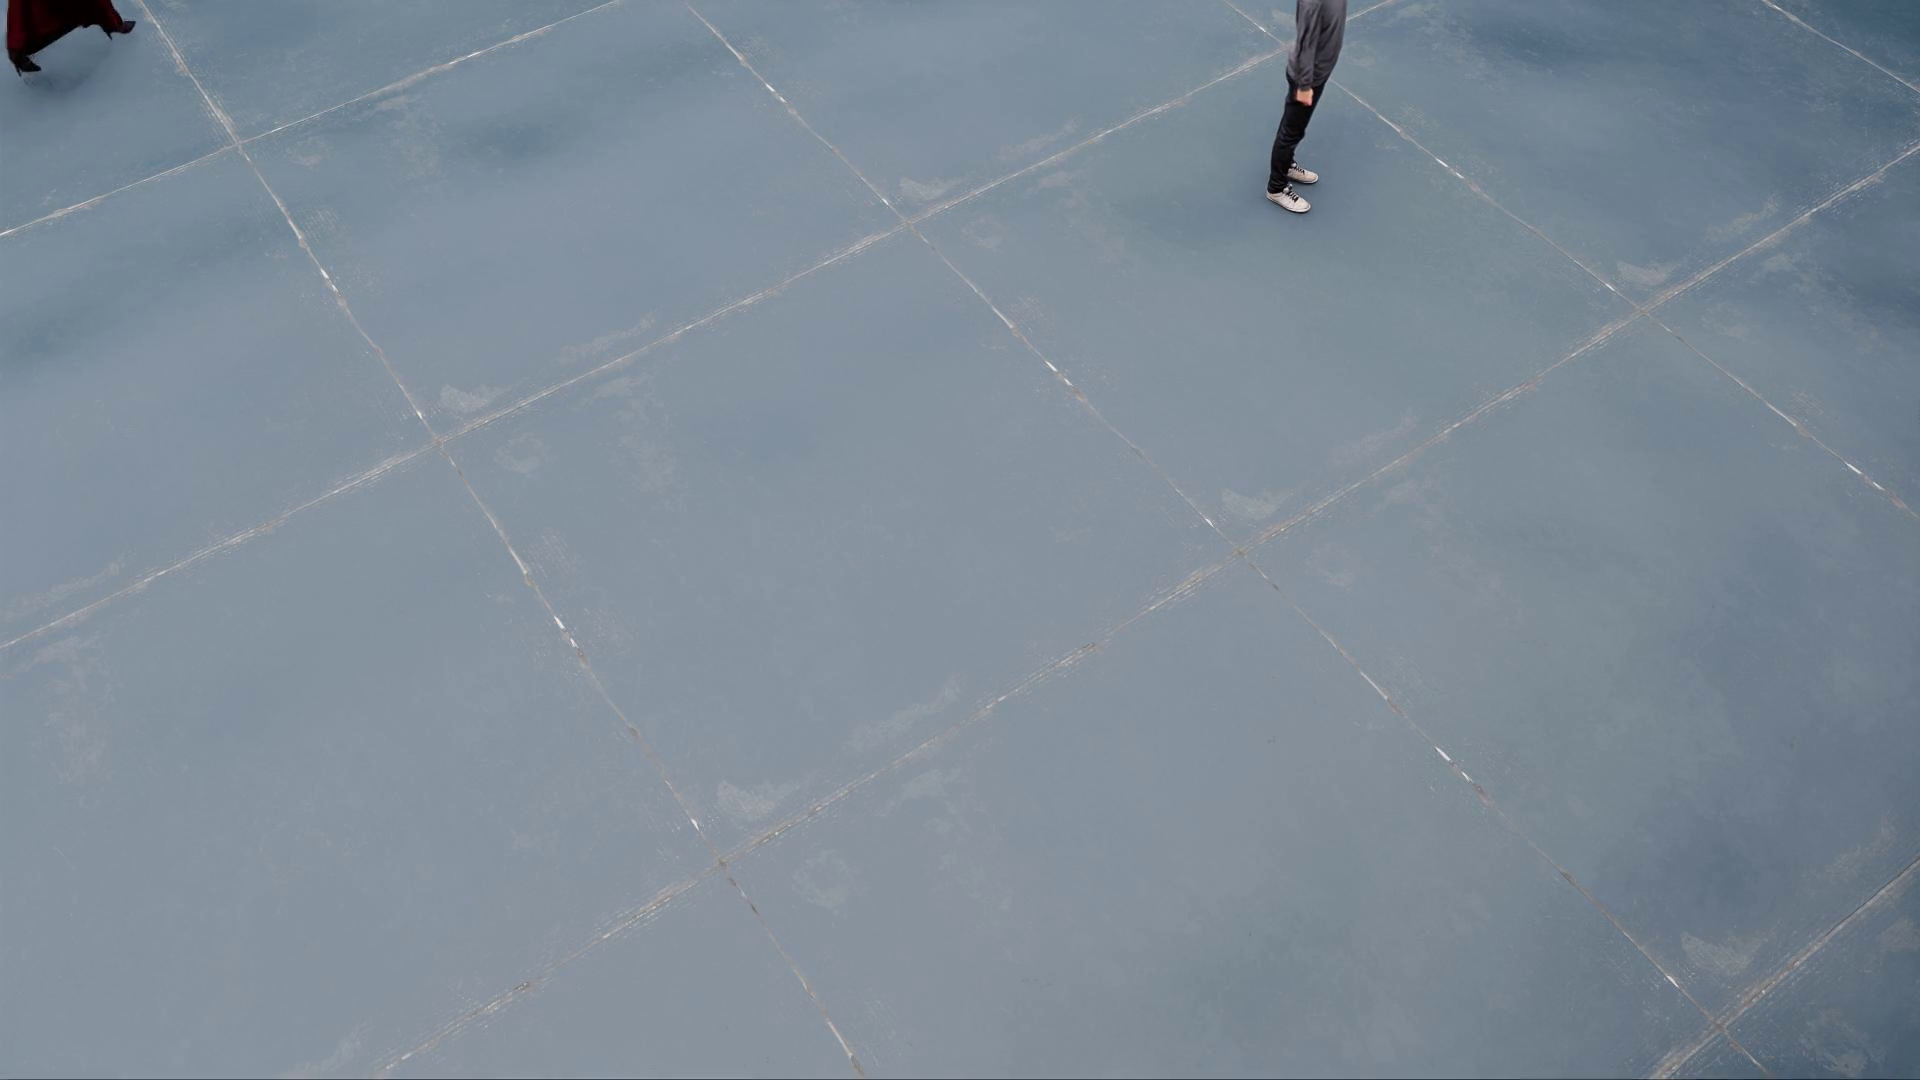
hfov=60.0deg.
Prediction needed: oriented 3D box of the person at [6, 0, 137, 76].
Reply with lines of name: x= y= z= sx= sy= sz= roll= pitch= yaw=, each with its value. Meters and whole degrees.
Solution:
person: x=-5.748 y=-3.619 z=10.125 sx=1.108 sy=1.723 sz=0.990 roll=25 pitch=56 yaw=18

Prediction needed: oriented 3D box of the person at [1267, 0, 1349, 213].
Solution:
person: x=1.969 y=-2.679 z=9.374 sx=0.723 sy=1.760 sz=0.705 roll=18 pitch=54 yaw=13
